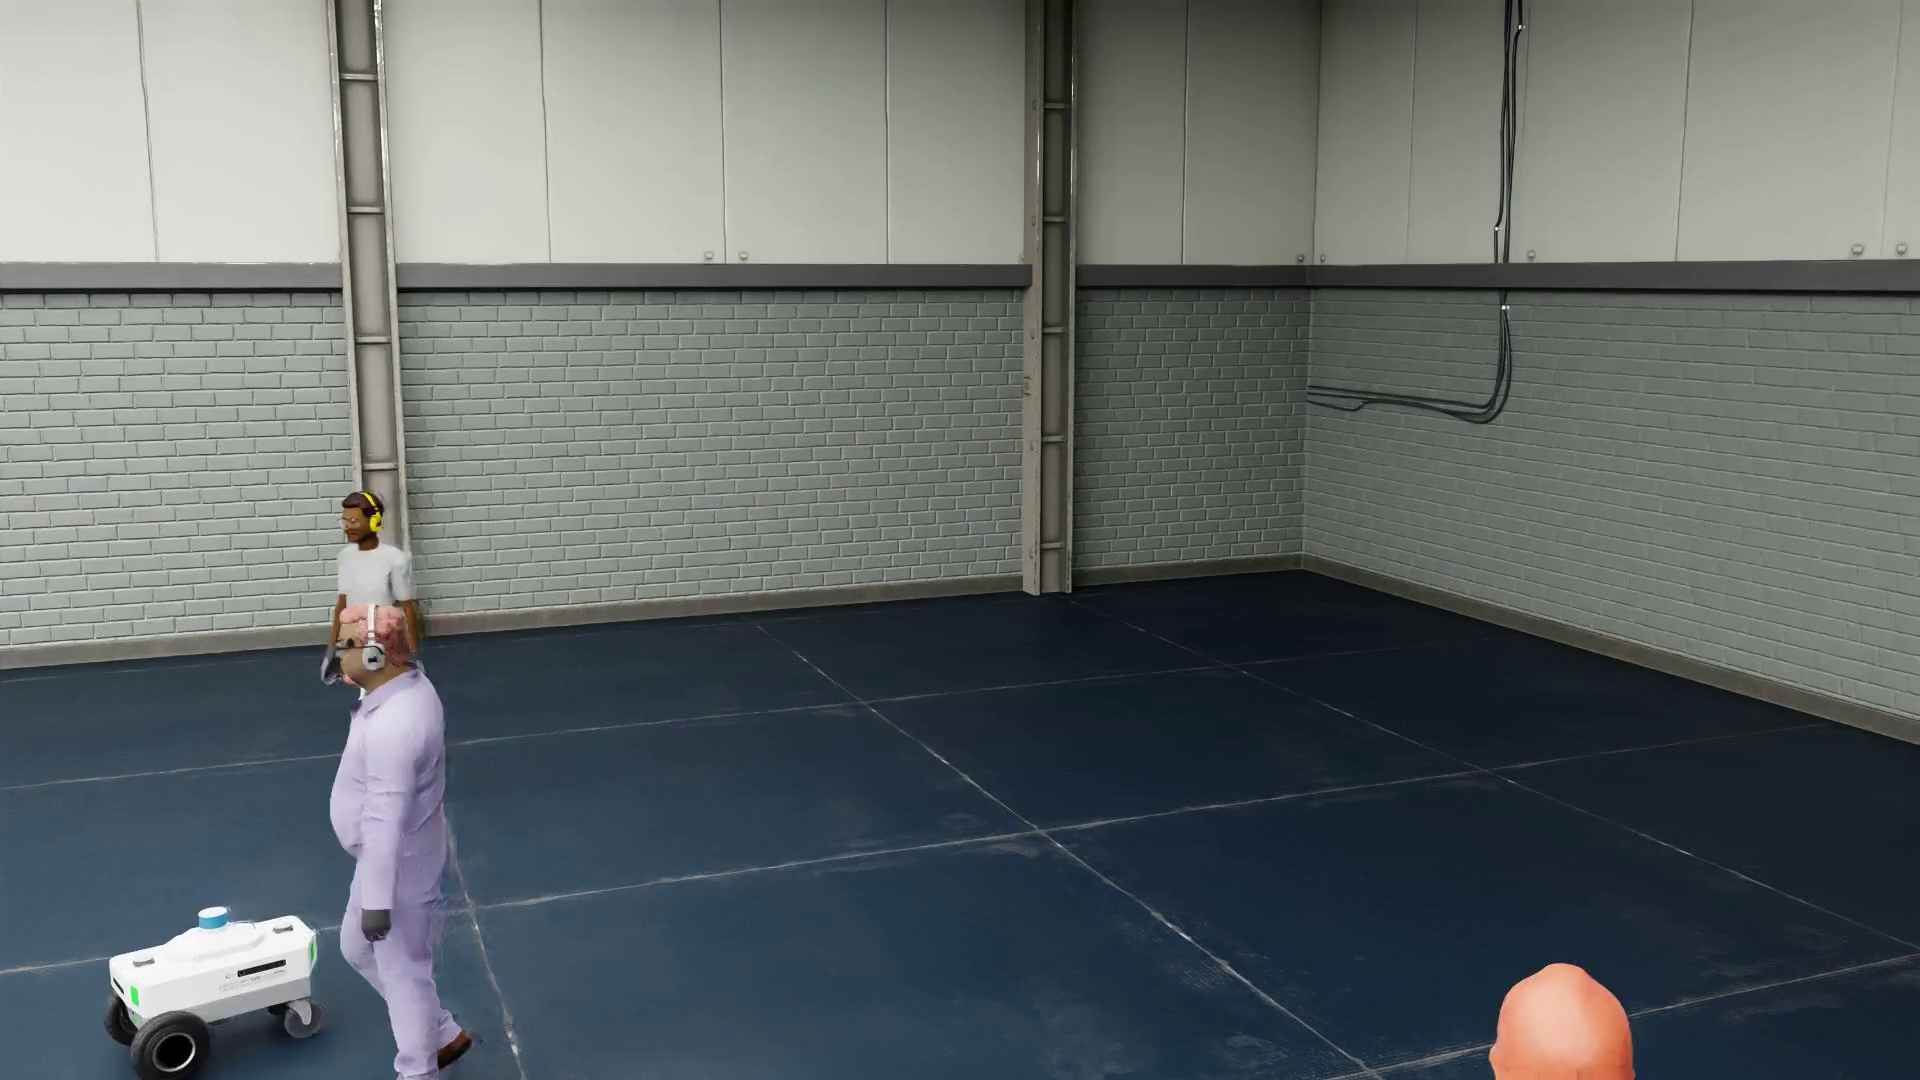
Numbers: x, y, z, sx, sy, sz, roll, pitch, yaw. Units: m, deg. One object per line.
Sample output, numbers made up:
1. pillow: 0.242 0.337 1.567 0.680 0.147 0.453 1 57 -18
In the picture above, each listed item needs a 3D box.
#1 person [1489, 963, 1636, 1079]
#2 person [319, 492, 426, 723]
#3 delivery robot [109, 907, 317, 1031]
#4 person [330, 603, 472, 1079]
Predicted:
1. person: 0.991 1.653 2.836 0.560 1.888 1.021 4 10 23
2. person: -3.323 0.654 9.194 0.546 1.847 0.693 6 11 35
3. delivery robot: -2.908 1.682 6.509 0.707 0.478 0.477 -7 12 -39
4. person: -2.045 1.152 5.933 0.427 1.891 0.675 -2 9 -14
